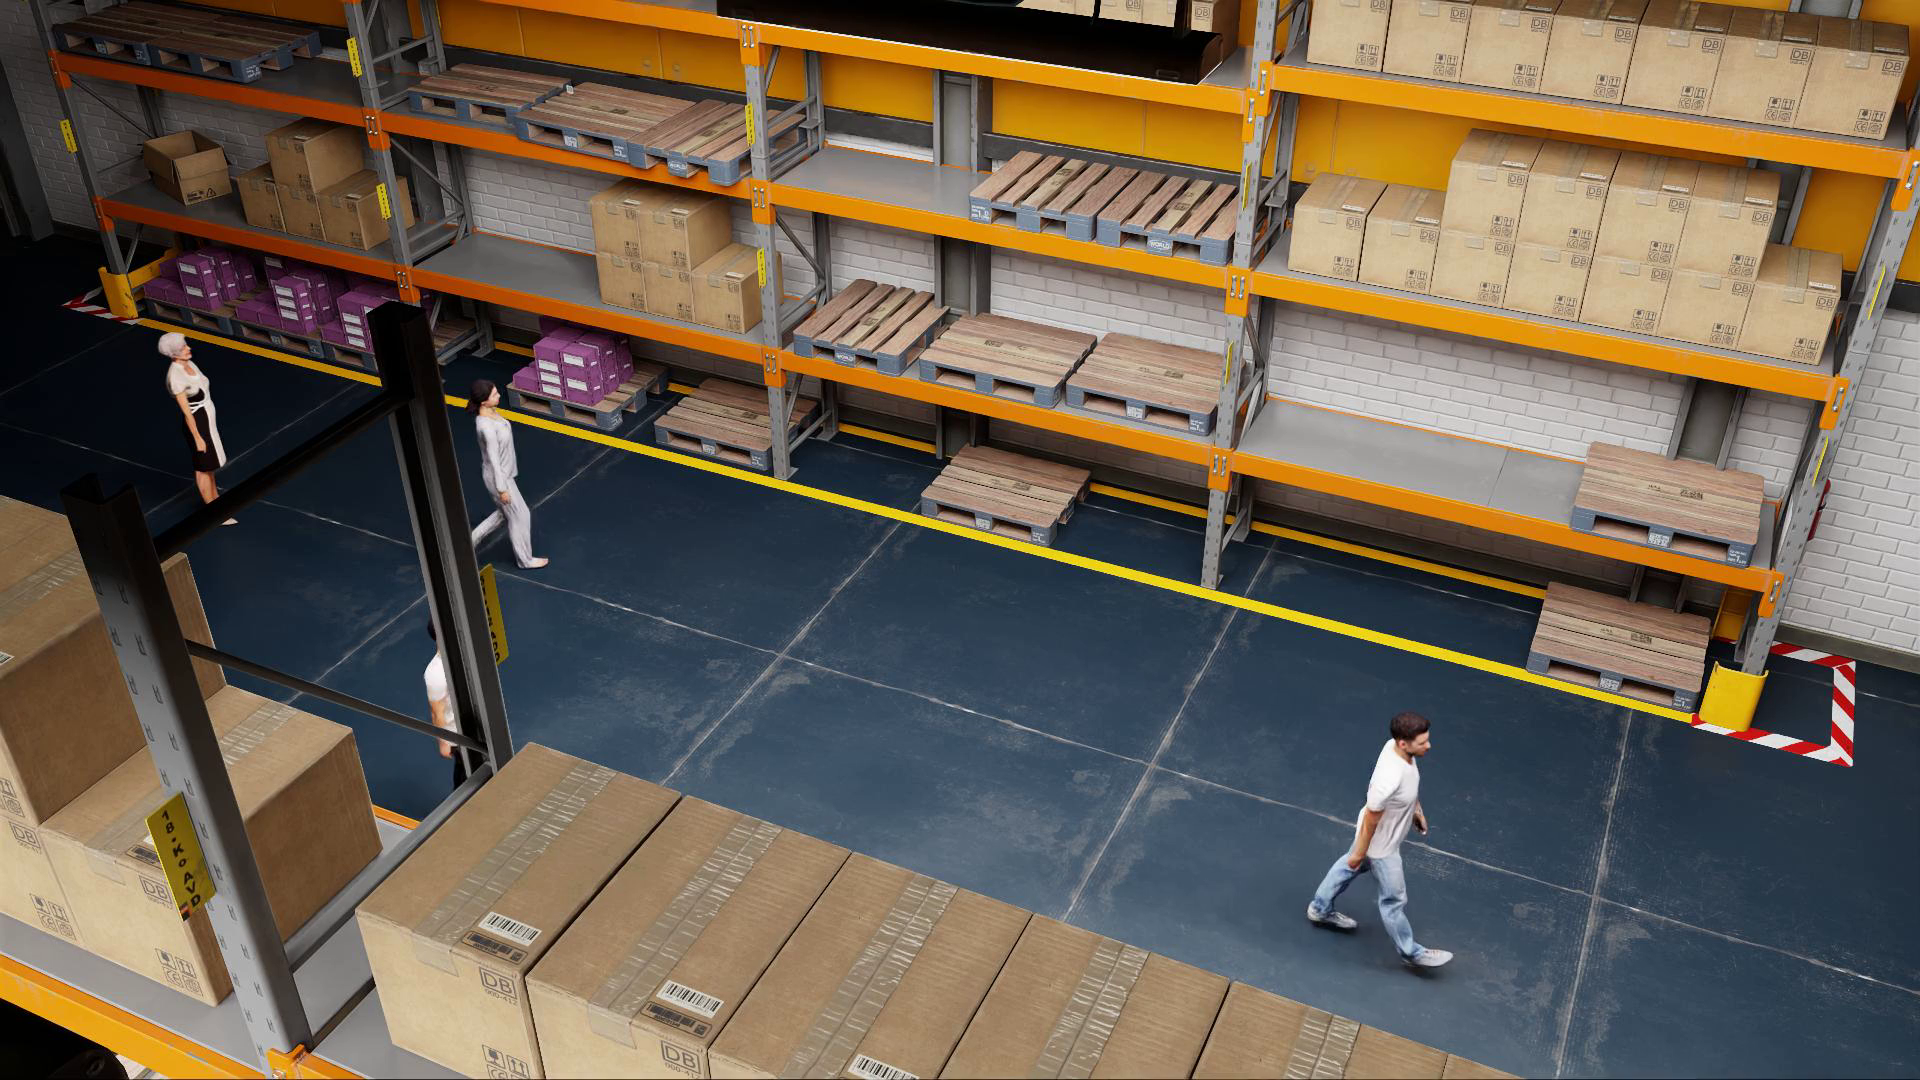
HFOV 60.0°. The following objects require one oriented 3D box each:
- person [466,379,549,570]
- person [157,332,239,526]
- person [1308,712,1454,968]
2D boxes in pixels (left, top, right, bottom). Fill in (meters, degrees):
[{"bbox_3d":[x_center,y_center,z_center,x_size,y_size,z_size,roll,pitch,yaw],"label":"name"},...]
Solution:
[{"bbox_3d":[-3.736,-0.486,13.231,1.003,1.753,0.915,-8,34,-12],"label":"person"},{"bbox_3d":[-6.384,-0.936,13.906,0.724,1.755,0.704,-6,34,-9],"label":"person"},{"bbox_3d":[2.404,1.716,9.865,1.131,1.812,0.721,12,35,17],"label":"person"}]
